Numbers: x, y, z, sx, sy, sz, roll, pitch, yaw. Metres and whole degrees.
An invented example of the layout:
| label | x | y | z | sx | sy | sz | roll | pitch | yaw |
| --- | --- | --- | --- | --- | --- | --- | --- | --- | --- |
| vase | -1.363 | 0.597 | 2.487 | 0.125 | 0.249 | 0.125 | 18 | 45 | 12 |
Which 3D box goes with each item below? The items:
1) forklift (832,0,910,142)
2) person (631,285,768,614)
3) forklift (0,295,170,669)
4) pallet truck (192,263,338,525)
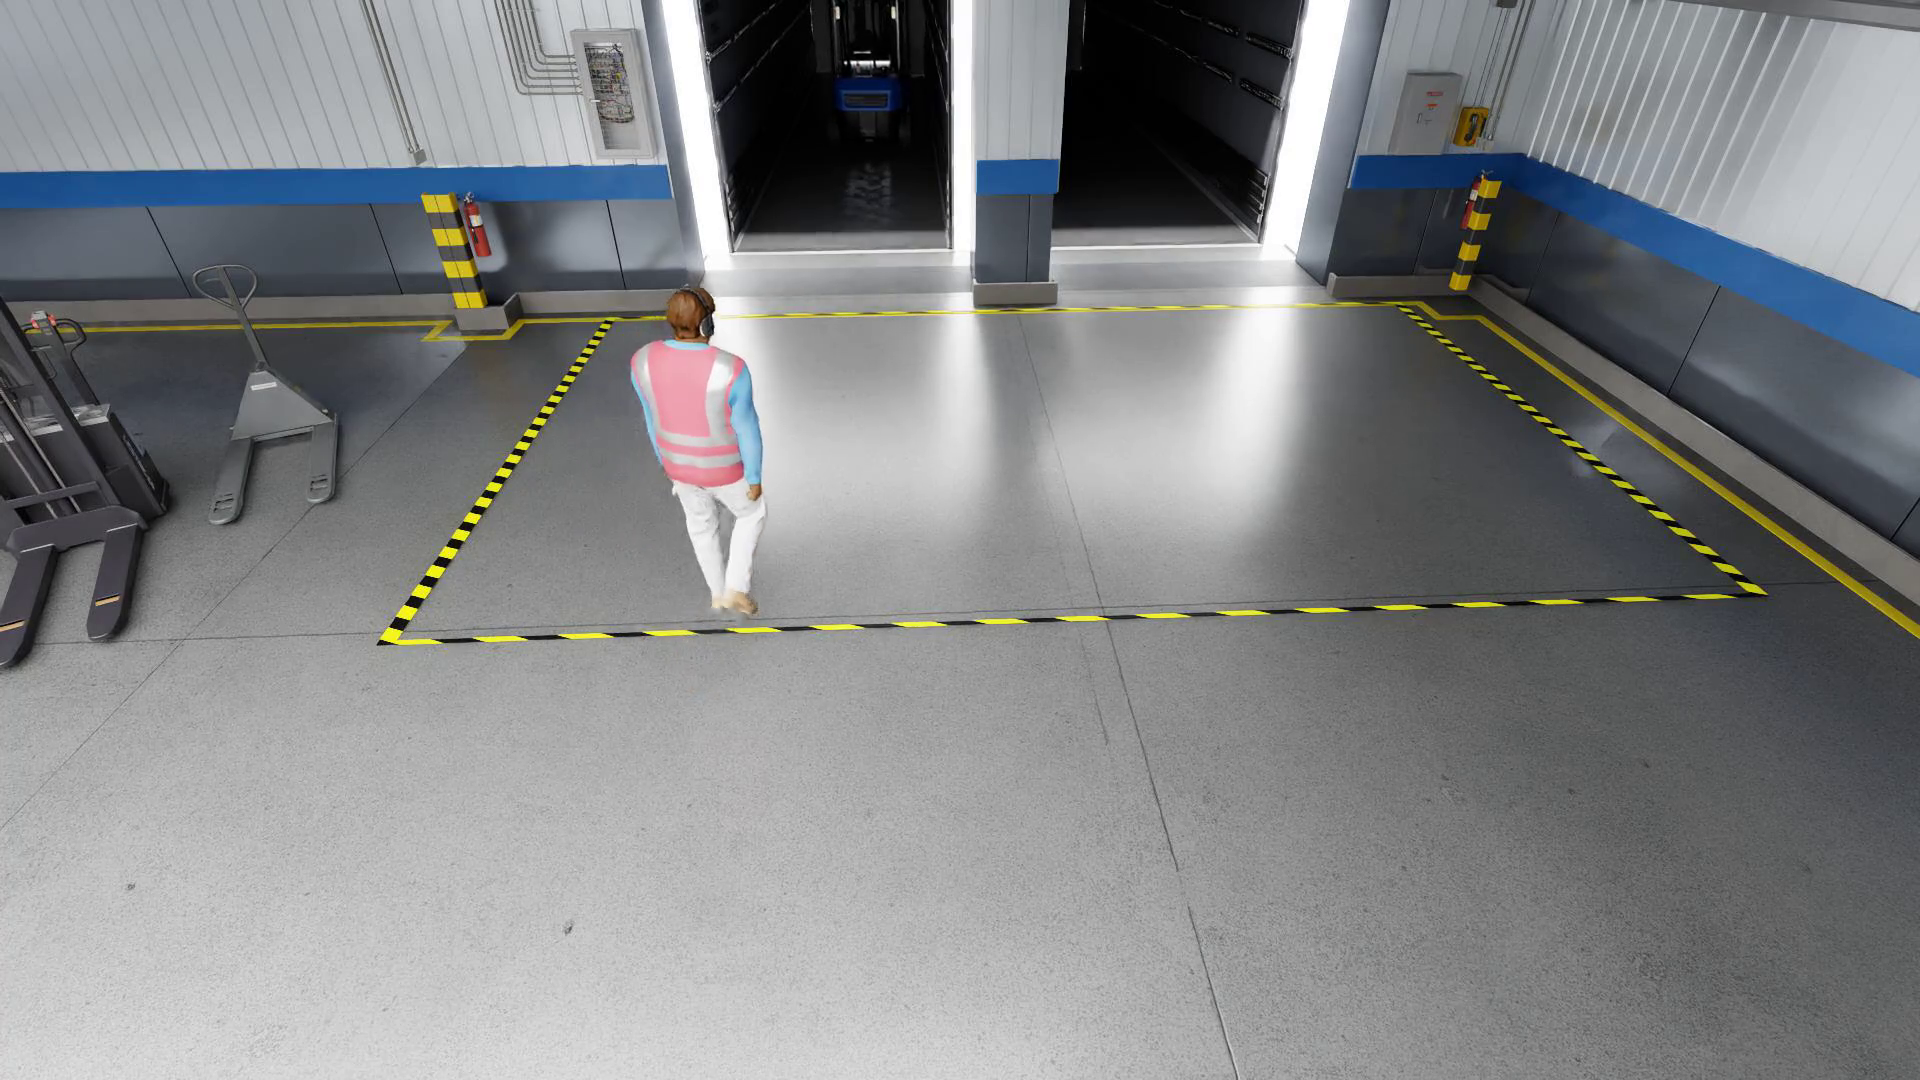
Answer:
| label | x | y | z | sx | sy | sz | roll | pitch | yaw |
| --- | --- | --- | --- | --- | --- | --- | --- | --- | --- |
| forklift | -1.441 | -7.809 | 14.898 | 1.157 | 2.036 | 2.680 | 0 | 35 | 0 |
| person | -1.286 | -0.360 | 4.659 | 0.638 | 1.829 | 0.527 | 7 | 35 | 9 |
| forklift | -5.212 | -0.618 | 4.878 | 0.823 | 1.965 | 1.885 | -20 | 39 | -26 |
| pallet truck | -4.778 | -1.027 | 6.128 | 0.680 | 1.201 | 1.601 | -17 | 38 | -23 |
